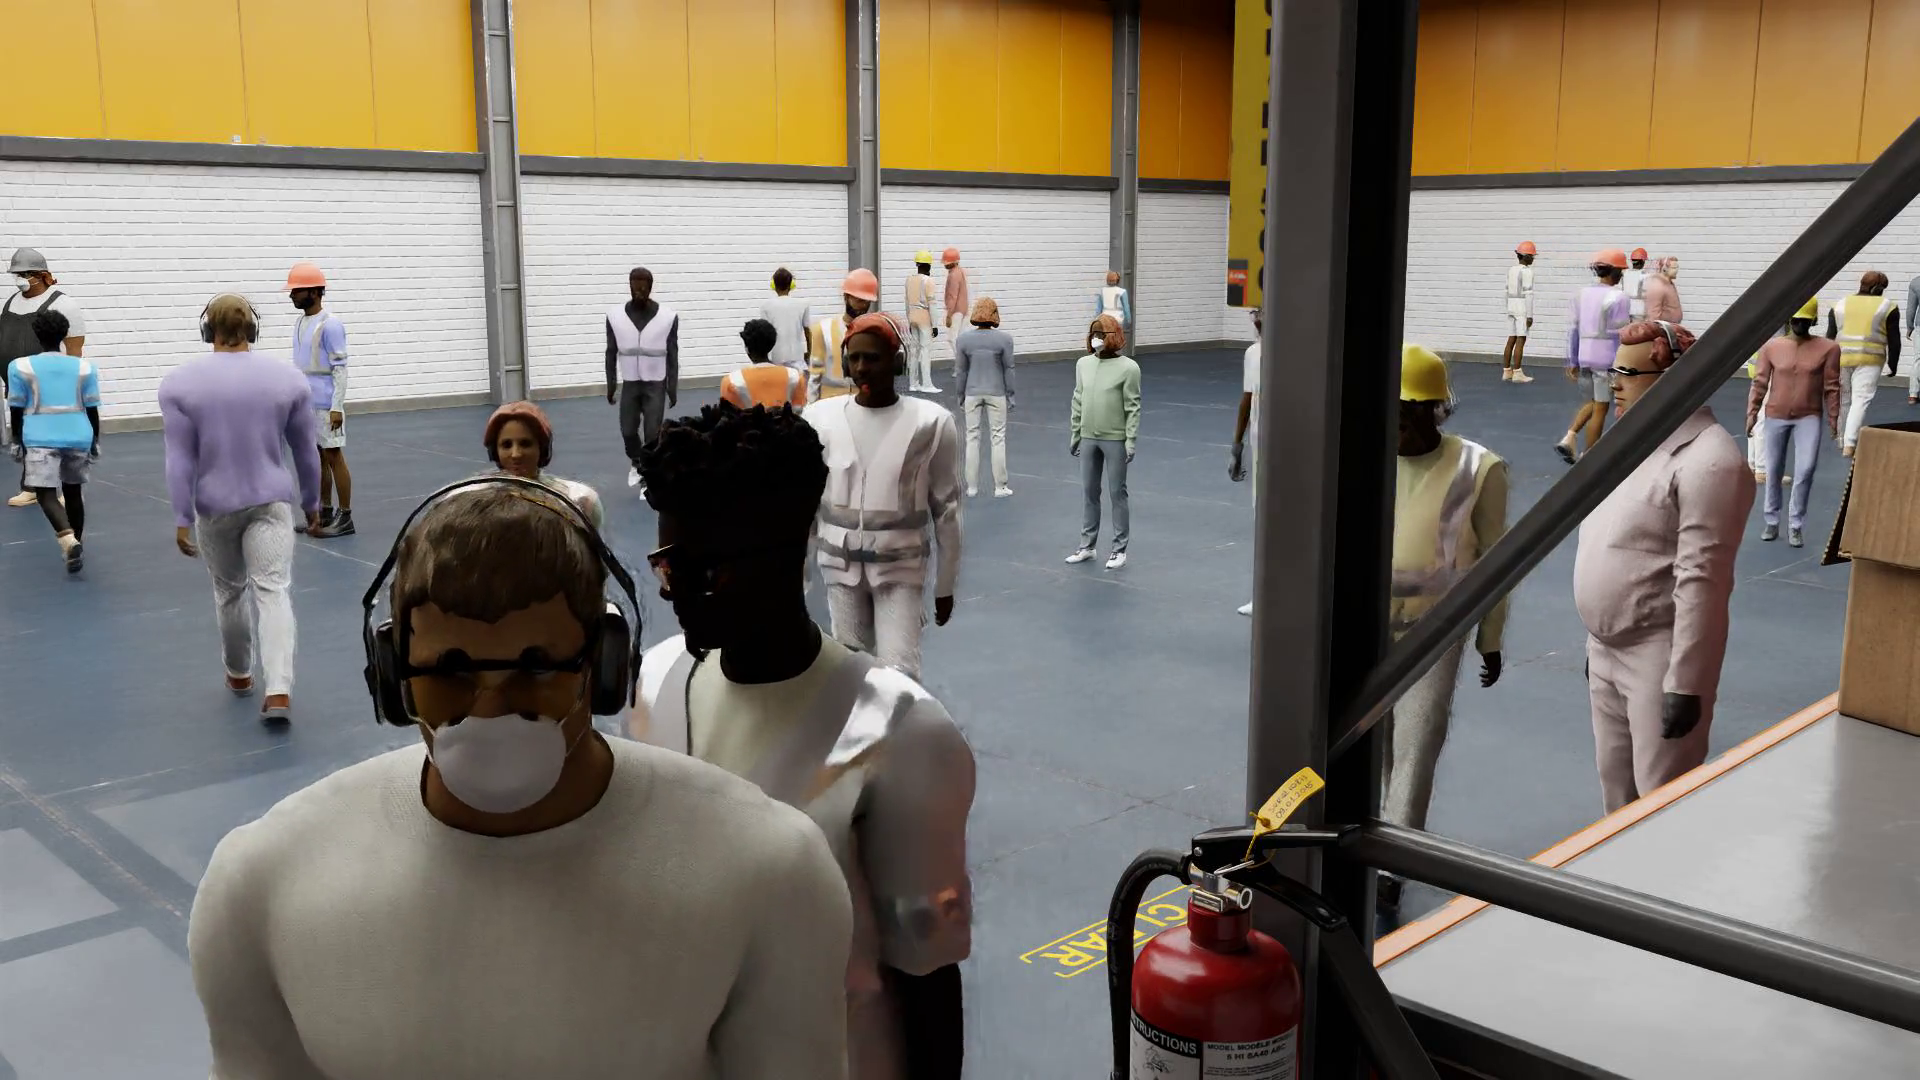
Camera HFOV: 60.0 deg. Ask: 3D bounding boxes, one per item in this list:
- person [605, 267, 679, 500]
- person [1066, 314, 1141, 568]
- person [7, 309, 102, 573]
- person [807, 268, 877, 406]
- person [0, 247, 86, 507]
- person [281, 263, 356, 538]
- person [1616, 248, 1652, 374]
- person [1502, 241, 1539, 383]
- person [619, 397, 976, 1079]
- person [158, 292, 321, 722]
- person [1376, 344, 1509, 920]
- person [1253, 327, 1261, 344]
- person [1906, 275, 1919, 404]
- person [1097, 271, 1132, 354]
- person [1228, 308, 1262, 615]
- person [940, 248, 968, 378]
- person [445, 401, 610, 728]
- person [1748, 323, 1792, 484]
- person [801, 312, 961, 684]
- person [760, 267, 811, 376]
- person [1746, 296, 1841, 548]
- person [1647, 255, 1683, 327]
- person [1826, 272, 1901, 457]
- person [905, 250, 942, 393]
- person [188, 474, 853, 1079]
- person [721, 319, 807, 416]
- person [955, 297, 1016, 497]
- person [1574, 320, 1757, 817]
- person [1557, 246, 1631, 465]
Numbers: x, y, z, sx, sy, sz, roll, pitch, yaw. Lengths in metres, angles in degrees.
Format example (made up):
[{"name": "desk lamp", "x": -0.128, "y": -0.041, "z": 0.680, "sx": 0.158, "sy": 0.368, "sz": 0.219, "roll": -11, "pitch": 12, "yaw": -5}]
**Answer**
[{"name": "person", "x": -2.568, "y": -1.275, "z": 13.533, "sx": 0.608, "sy": 1.889, "sz": 0.569, "roll": 0, "pitch": 10, "yaw": -3}, {"name": "person", "x": 0.925, "y": -0.637, "z": 10.726, "sx": 0.498, "sy": 1.634, "sz": 0.280, "roll": 8, "pitch": 13, "yaw": 37}, {"name": "person", "x": -5.694, "y": -0.623, "z": 10.540, "sx": 0.530, "sy": 1.673, "sz": 0.743, "roll": -10, "pitch": 14, "yaw": -43}, {"name": "person", "x": -0.728, "y": -0.828, "z": 10.999, "sx": 0.591, "sy": 1.918, "sz": 0.452, "roll": -1, "pitch": 10, "yaw": -6}, {"name": "person", "x": -7.250, "y": -1.269, "z": 13.063, "sx": 0.684, "sy": 2.000, "sz": 0.538, "roll": 2, "pitch": 11, "yaw": 9}, {"name": "person", "x": -4.554, "y": -0.980, "z": 11.768, "sx": 0.553, "sy": 1.935, "sz": 0.362, "roll": 9, "pitch": 14, "yaw": 40}, {"name": "person", "x": 10.311, "y": -3.483, "z": 25.419, "sx": 0.356, "sy": 1.937, "sz": 0.552, "roll": -8, "pitch": 13, "yaw": -38}, {"name": "person", "x": 8.172, "y": -3.311, "z": 24.191, "sx": 0.391, "sy": 2.040, "sz": 0.615, "roll": -2, "pitch": 11, "yaw": -11}, {"name": "person", "x": -0.198, "y": 0.743, "z": 2.416, "sx": 0.605, "sy": 1.937, "sz": 0.845, "roll": 8, "pitch": 13, "yaw": 39}, {"name": "person", "x": -3.170, "y": -0.151, "z": 7.406, "sx": 0.650, "sy": 1.890, "sz": 1.035, "roll": -5, "pitch": 12, "yaw": -28}, {"name": "person", "x": 1.373, "y": 0.281, "z": 5.298, "sx": 0.618, "sy": 1.786, "sz": 0.911, "roll": 8, "pitch": 13, "yaw": 36}, {"name": "person", "x": 3.738, "y": -2.417, "z": 20.173, "sx": 0.393, "sy": 1.728, "sz": 0.500, "roll": -4, "pitch": 11, "yaw": -23}, {"name": "person", "x": 12.260, "y": -2.663, "z": 20.944, "sx": 0.355, "sy": 1.938, "sz": 0.636, "roll": -10, "pitch": 14, "yaw": -43}, {"name": "person", "x": 2.338, "y": -3.341, "z": 25.589, "sx": 0.520, "sy": 1.594, "sz": 0.871, "roll": 9, "pitch": 14, "yaw": 41}, {"name": "person", "x": 1.733, "y": -0.487, "z": 9.299, "sx": 0.380, "sy": 1.856, "sz": 0.569, "roll": -7, "pitch": 13, "yaw": -34}, {"name": "person", "x": -0.076, "y": -3.427, "z": 25.125, "sx": 0.391, "sy": 1.947, "sz": 0.752, "roll": 1, "pitch": 10, "yaw": 6}, {"name": "person", "x": -1.373, "y": 0.365, "z": 5.283, "sx": 0.520, "sy": 1.627, "sz": 0.412, "roll": -2, "pitch": 11, "yaw": -11}, {"name": "person", "x": 7.050, "y": -1.412, "z": 14.394, "sx": 0.429, "sy": 1.841, "sz": 0.625, "roll": 3, "pitch": 11, "yaw": 15}, {"name": "person", "x": -0.312, "y": 0.144, "z": 5.835, "sx": 0.580, "sy": 1.866, "sz": 0.406, "roll": 3, "pitch": 11, "yaw": 16}, {"name": "person", "x": -1.692, "y": -1.765, "z": 16.385, "sx": 0.537, "sy": 1.828, "sz": 0.987, "roll": -2, "pitch": 11, "yaw": -9}, {"name": "person", "x": 5.722, "y": -0.826, "z": 11.441, "sx": 0.560, "sy": 1.741, "sz": 0.597, "roll": 6, "pitch": 12, "yaw": 28}, {"name": "person", "x": 8.673, "y": -2.585, "z": 20.658, "sx": 0.797, "sy": 1.885, "sz": 0.645, "roll": 6, "pitch": 12, "yaw": 29}, {"name": "person", "x": 8.813, "y": -1.722, "z": 16.267, "sx": 0.968, "sy": 1.778, "sz": 0.628, "roll": -10, "pitch": 14, "yaw": -43}, {"name": "person", "x": -0.504, "y": -2.955, "z": 22.570, "sx": 0.367, "sy": 1.927, "sz": 0.587, "roll": -9, "pitch": 14, "yaw": -41}, {"name": "person", "x": -0.416, "y": 0.887, "z": 1.646, "sx": 0.628, "sy": 1.926, "sz": 0.431, "roll": 0, "pitch": 10, "yaw": 0}, {"name": "person", "x": -1.162, "y": -0.490, "z": 9.901, "sx": 0.536, "sy": 1.639, "sz": 0.911, "roll": -5, "pitch": 12, "yaw": -26}, {"name": "person", "x": 0.210, "y": -1.159, "z": 13.572, "sx": 0.497, "sy": 1.634, "sz": 0.278, "roll": 2, "pitch": 11, "yaw": 13}, {"name": "person", "x": 1.950, "y": 0.328, "z": 4.766, "sx": 0.400, "sy": 1.900, "sz": 0.636, "roll": -1, "pitch": 10, "yaw": -5}, {"name": "person", "x": 5.731, "y": -1.597, "z": 14.885, "sx": 0.469, "sy": 2.031, "sz": 0.609, "roll": -4, "pitch": 11, "yaw": -19}]
